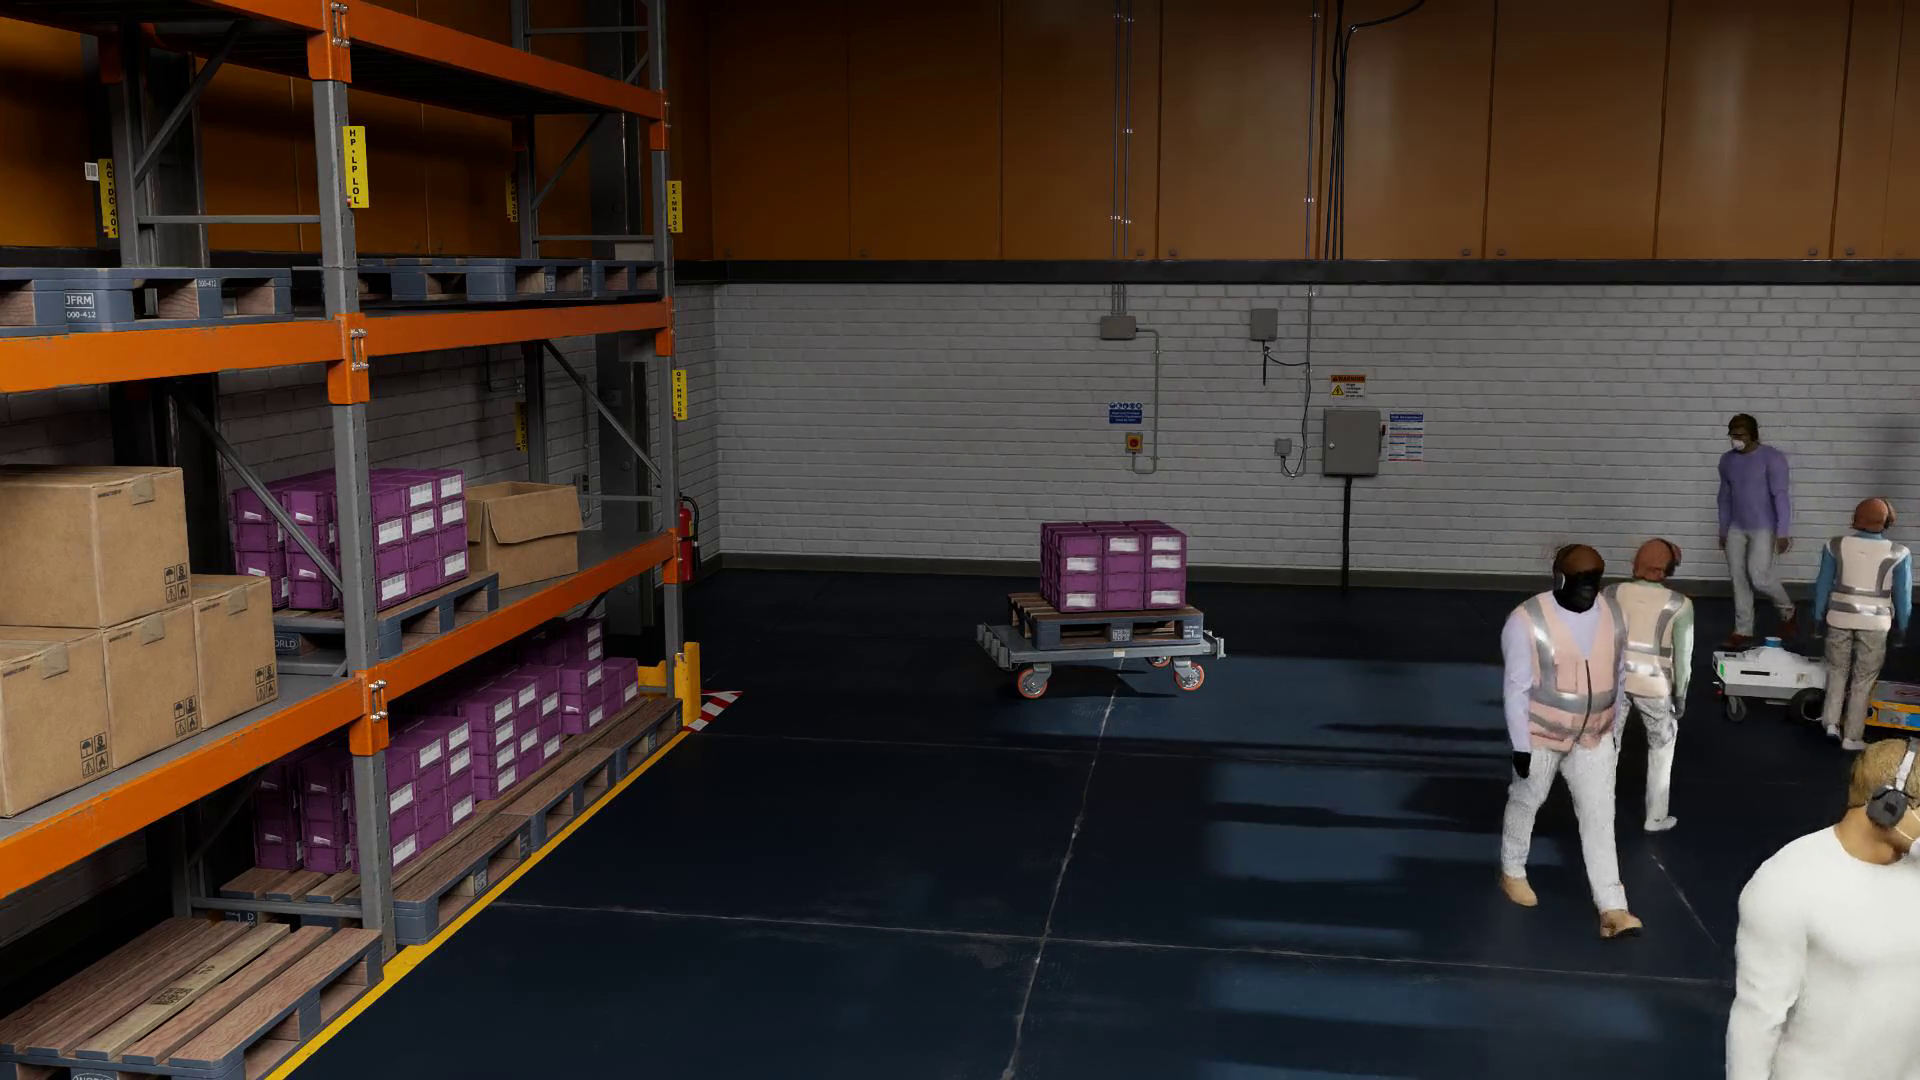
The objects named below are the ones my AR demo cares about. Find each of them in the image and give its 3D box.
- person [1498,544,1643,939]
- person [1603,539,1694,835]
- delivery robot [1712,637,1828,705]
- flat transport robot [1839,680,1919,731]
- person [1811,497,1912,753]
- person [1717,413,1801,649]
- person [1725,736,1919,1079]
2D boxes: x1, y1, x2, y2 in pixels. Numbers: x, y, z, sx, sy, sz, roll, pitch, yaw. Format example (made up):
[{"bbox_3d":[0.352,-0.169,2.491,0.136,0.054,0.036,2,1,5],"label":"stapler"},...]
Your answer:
[{"bbox_3d":[2.803,0.909,7.652,0.644,1.787,0.986,-1,9,-6],"label":"person"},{"bbox_3d":[3.636,0.799,8.887,0.514,1.604,0.533,8,12,41],"label":"person"},{"bbox_3d":[5.478,0.898,11.239,0.707,0.478,0.477,3,10,17],"label":"delivery robot"},{"bbox_3d":[6.481,1.133,10.949,1.431,0.197,0.652,6,11,31],"label":"flat transport robot"},{"bbox_3d":[5.649,0.539,10.432,0.546,1.628,0.344,8,12,41],"label":"person"},{"bbox_3d":[6.418,-0.072,13.360,0.630,1.904,0.688,-4,10,-21],"label":"person"},{"bbox_3d":[2.231,1.411,4.232,0.661,1.902,0.774,-3,10,-15],"label":"person"}]
